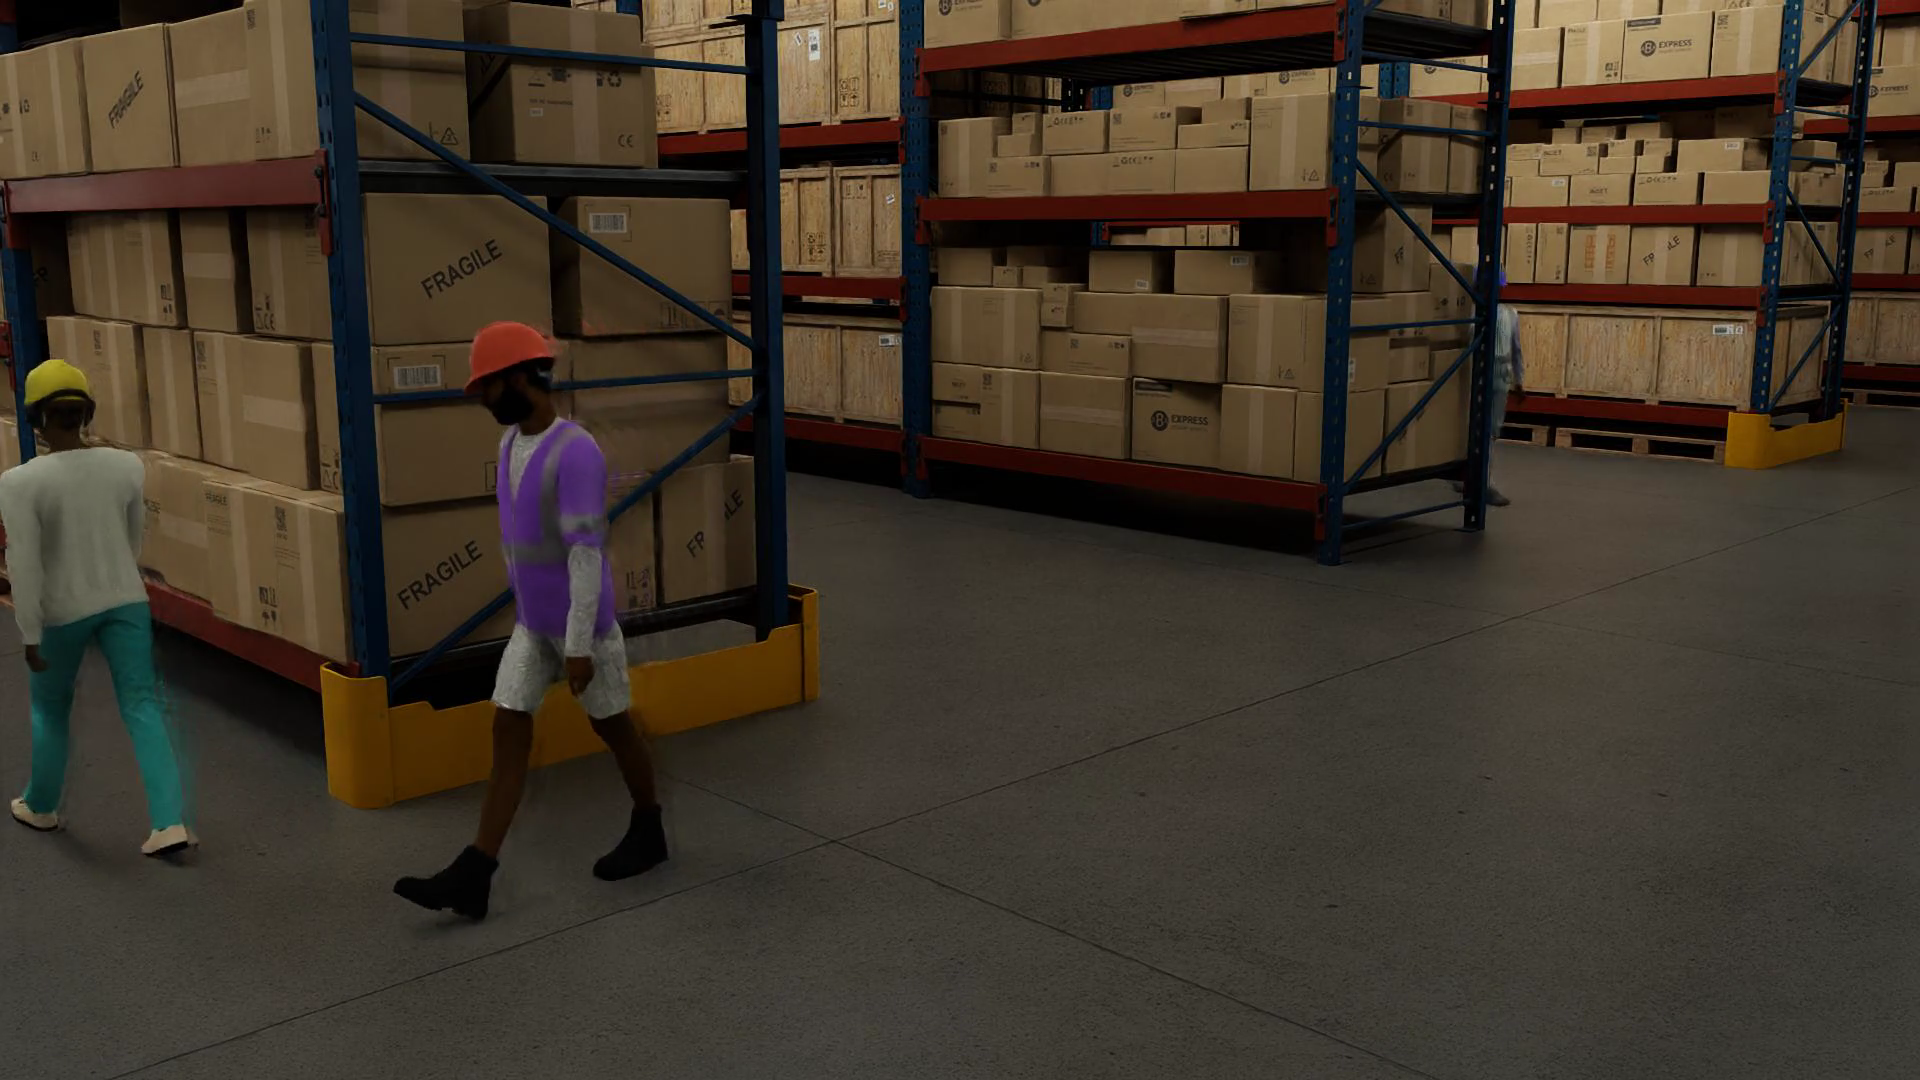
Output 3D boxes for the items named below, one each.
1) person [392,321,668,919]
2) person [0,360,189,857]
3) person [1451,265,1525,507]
[{"bbox_3d":[-1.327,0.252,5.258,0.582,1.853,0.997,10,14,42],"label":"person"},{"bbox_3d":[-3.019,0.237,5.751,0.950,1.709,0.509,9,13,39],"label":"person"},{"bbox_3d":[4.196,-1.270,13.392,0.601,1.923,0.876,-4,11,-23],"label":"person"}]
